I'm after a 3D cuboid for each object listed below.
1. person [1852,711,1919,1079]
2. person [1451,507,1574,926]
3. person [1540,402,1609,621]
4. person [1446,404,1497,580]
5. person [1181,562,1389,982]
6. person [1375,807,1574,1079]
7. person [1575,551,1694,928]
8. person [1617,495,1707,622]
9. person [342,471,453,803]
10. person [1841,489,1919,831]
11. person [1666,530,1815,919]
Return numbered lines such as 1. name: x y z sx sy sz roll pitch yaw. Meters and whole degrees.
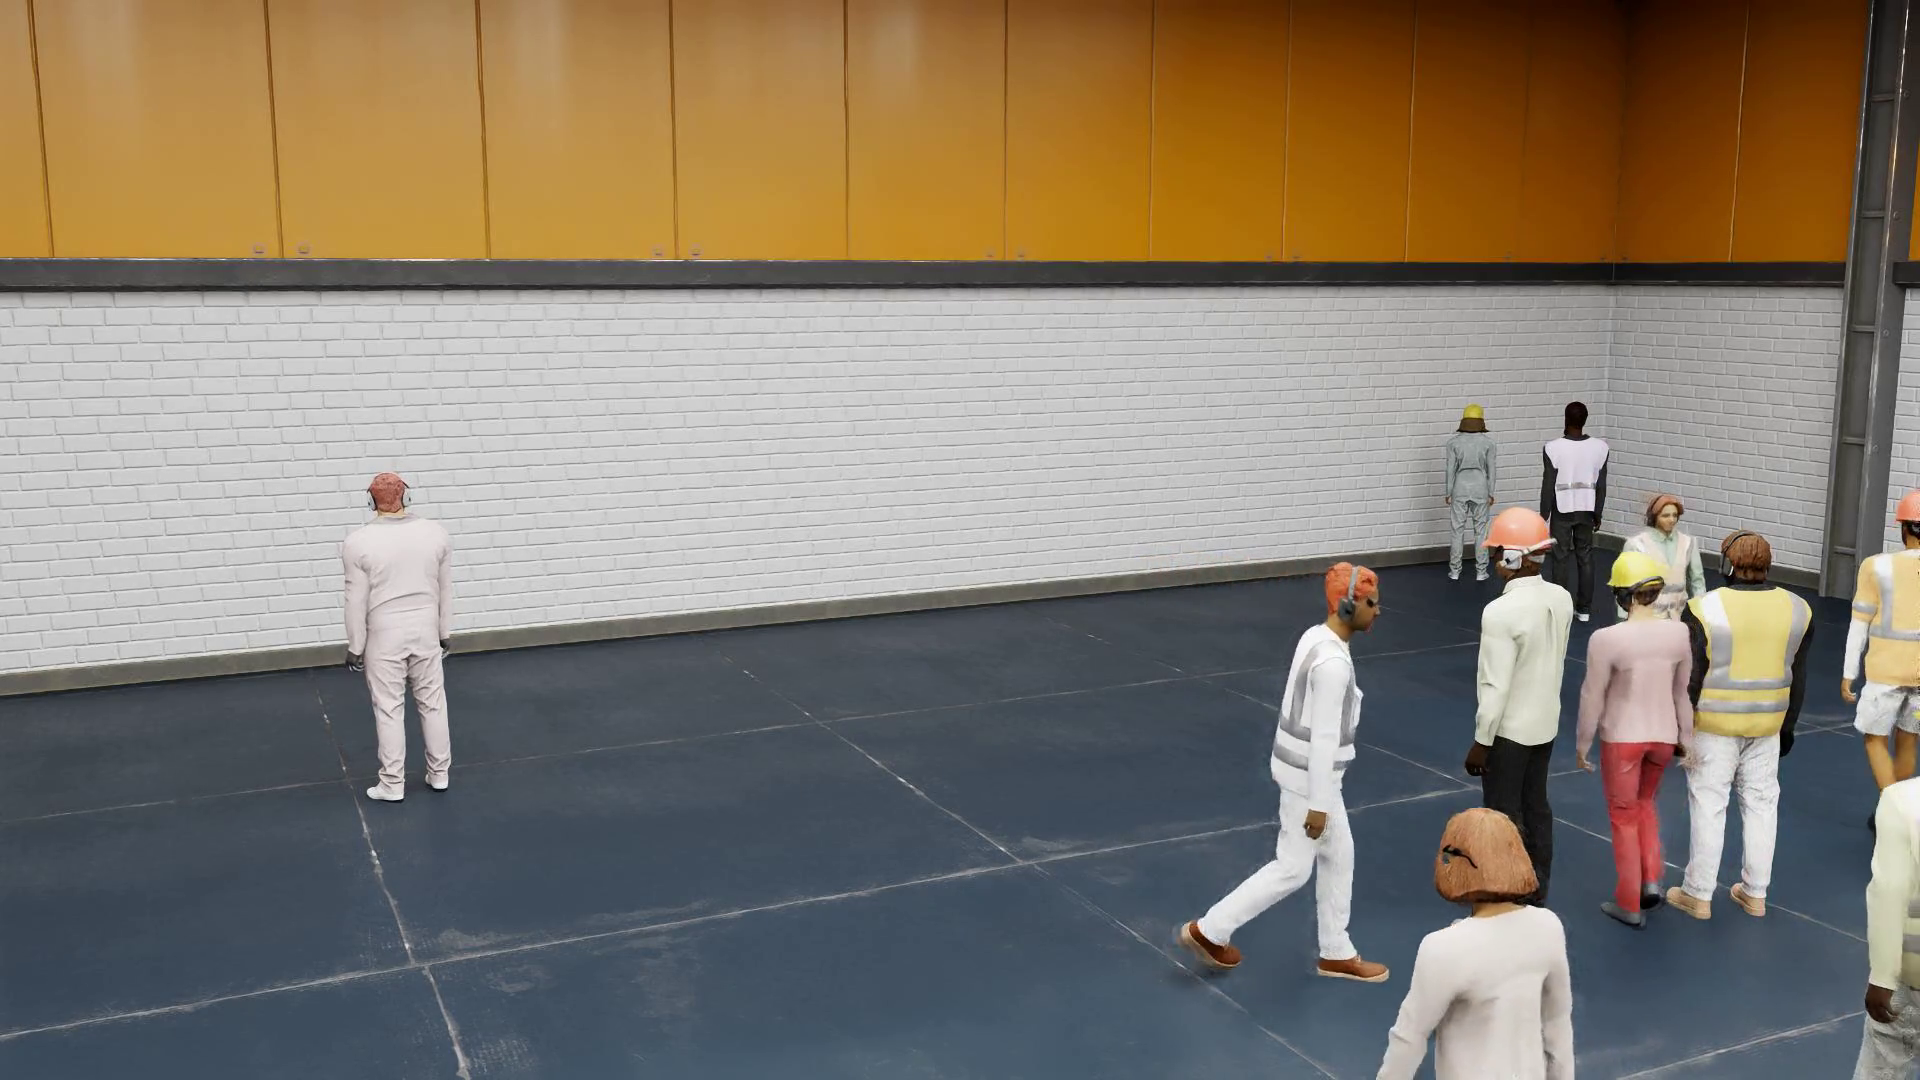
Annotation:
1. person: 3.148 1.298 5.313 0.612 1.782 0.954 0 9 0
2. person: 2.497 0.841 7.491 0.611 1.995 0.376 -8 12 -41
3. person: 5.304 -0.237 14.416 0.588 1.920 0.392 -1 9 -7
4. person: 5.036 -0.468 16.419 0.483 1.736 0.311 3 10 18
5. person: 1.393 0.994 7.021 0.825 1.847 0.611 2 9 9
6. person: 1.370 1.513 4.491 0.516 1.610 0.558 -6 11 -34
7. person: 3.129 0.922 7.731 0.544 1.748 0.408 -1 9 -9
8. person: 4.563 0.511 10.763 0.529 1.595 0.841 -2 9 -10
9. person: -3.232 0.554 9.562 0.643 1.905 0.400 -8 12 -41
10. person: 4.929 0.702 8.634 0.576 1.907 0.778 3 10 15
11. person: 3.628 0.866 7.812 0.630 1.843 0.429 -1 9 -4
